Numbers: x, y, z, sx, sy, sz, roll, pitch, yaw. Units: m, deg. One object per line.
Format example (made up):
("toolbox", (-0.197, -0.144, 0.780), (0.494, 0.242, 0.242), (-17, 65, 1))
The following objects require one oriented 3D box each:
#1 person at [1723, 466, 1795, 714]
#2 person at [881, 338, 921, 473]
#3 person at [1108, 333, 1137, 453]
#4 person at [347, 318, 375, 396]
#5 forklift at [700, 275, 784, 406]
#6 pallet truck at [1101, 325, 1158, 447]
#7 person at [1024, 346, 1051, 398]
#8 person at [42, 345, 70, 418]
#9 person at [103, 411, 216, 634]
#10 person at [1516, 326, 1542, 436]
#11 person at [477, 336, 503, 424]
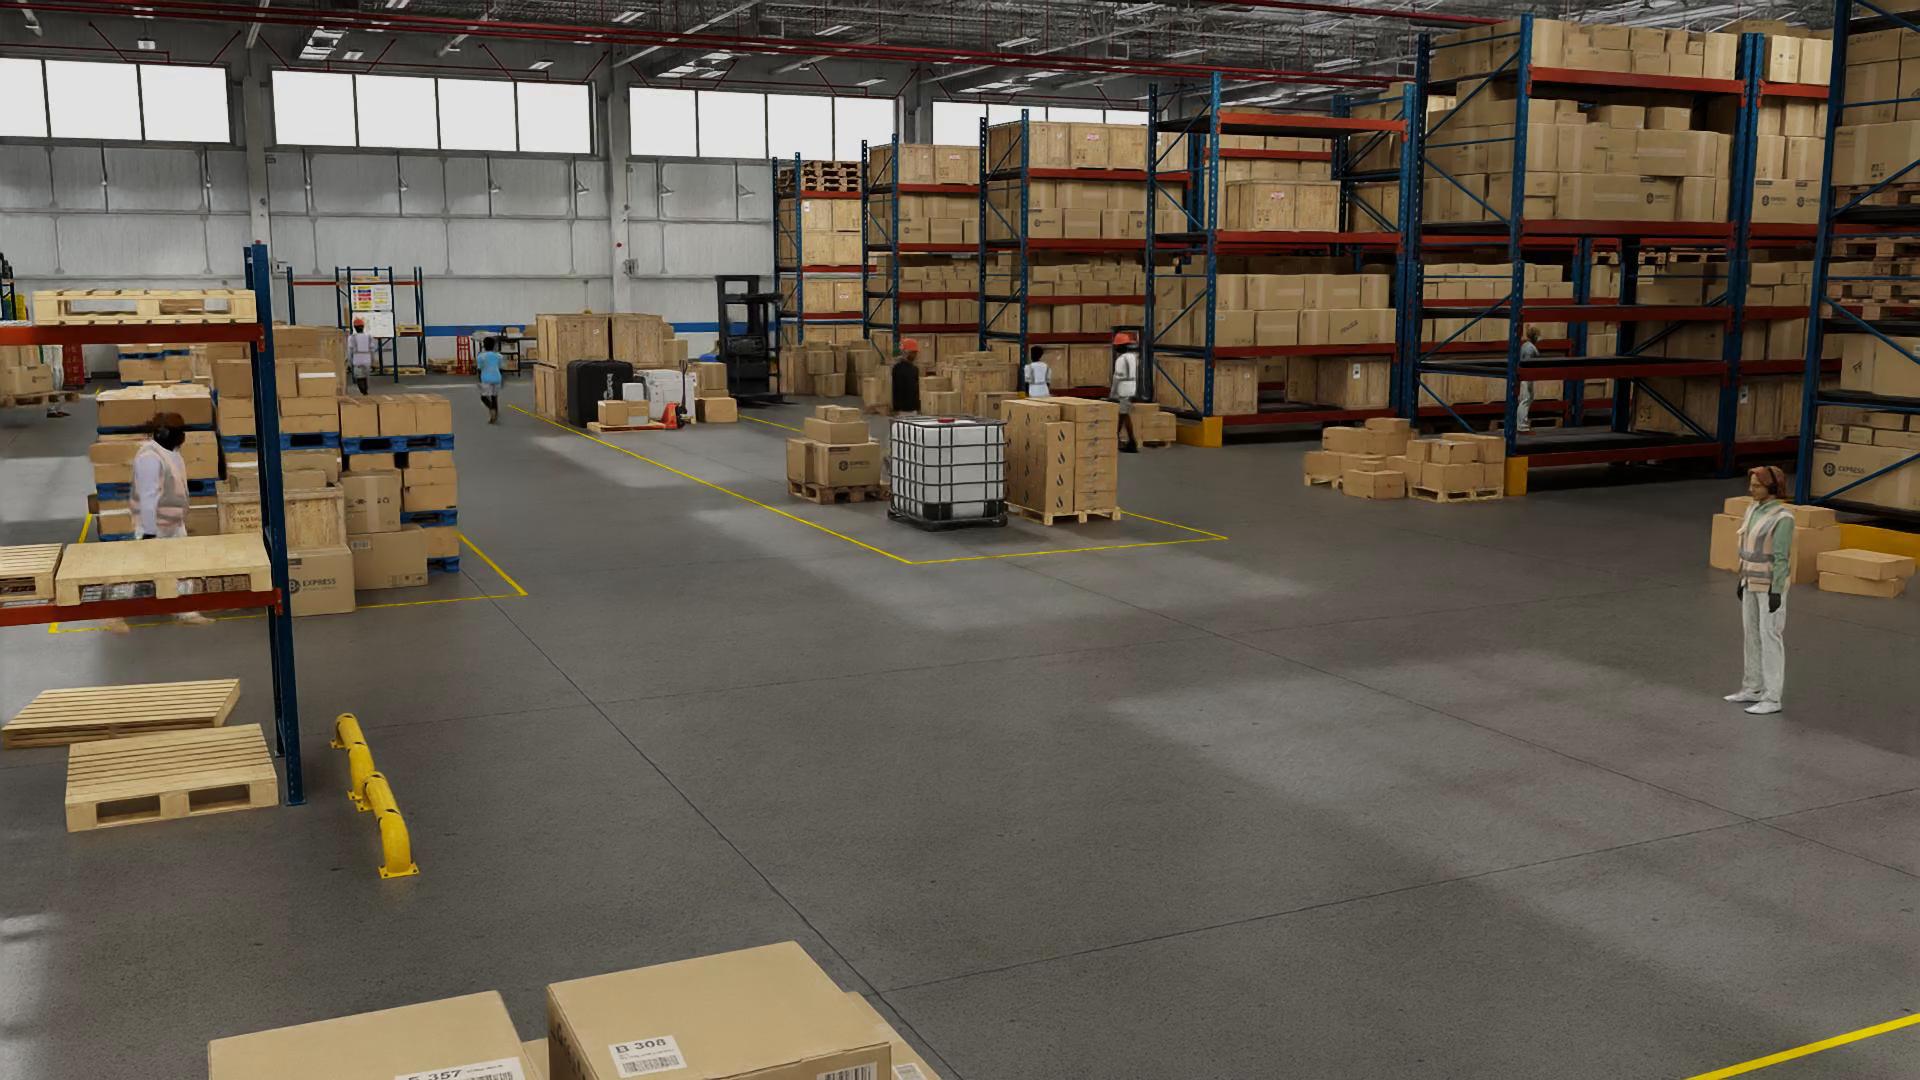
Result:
("person", (5.290, 0.321, 10.963), (0.311, 1.633, 0.519), (0, 9, -1))
("person", (-0.772, -1.839, 23.292), (0.507, 1.973, 0.638), (5, 11, 29))
("person", (2.518, -2.352, 26.672), (0.796, 1.907, 0.571), (5, 10, 29))
("person", (-12.860, -3.817, 35.803), (0.566, 1.906, 0.819), (-7, 11, -36))
("forklift", (-4.824, -4.371, 36.203), (1.129, 2.768, 1.873), (-7, 11, -36))
("pallet truck", (2.881, -2.596, 27.923), (0.823, 1.965, 1.885), (-1, 9, -7))
("person", (1.261, -2.400, 27.750), (0.547, 1.646, 0.863), (-5, 10, -28))
("person", (-18.016, -3.388, 33.079), (0.363, 1.929, 0.627), (-2, 9, -11))
("person", (-6.539, -0.141, 13.379), (0.810, 1.799, 0.642), (-1, 9, -3))
("person", (10.029, -2.794, 29.333), (0.353, 1.937, 0.635), (2, 9, 13))
("person", (-8.844, -3.004, 31.424), (0.539, 1.687, 0.448), (-8, 12, -41))
